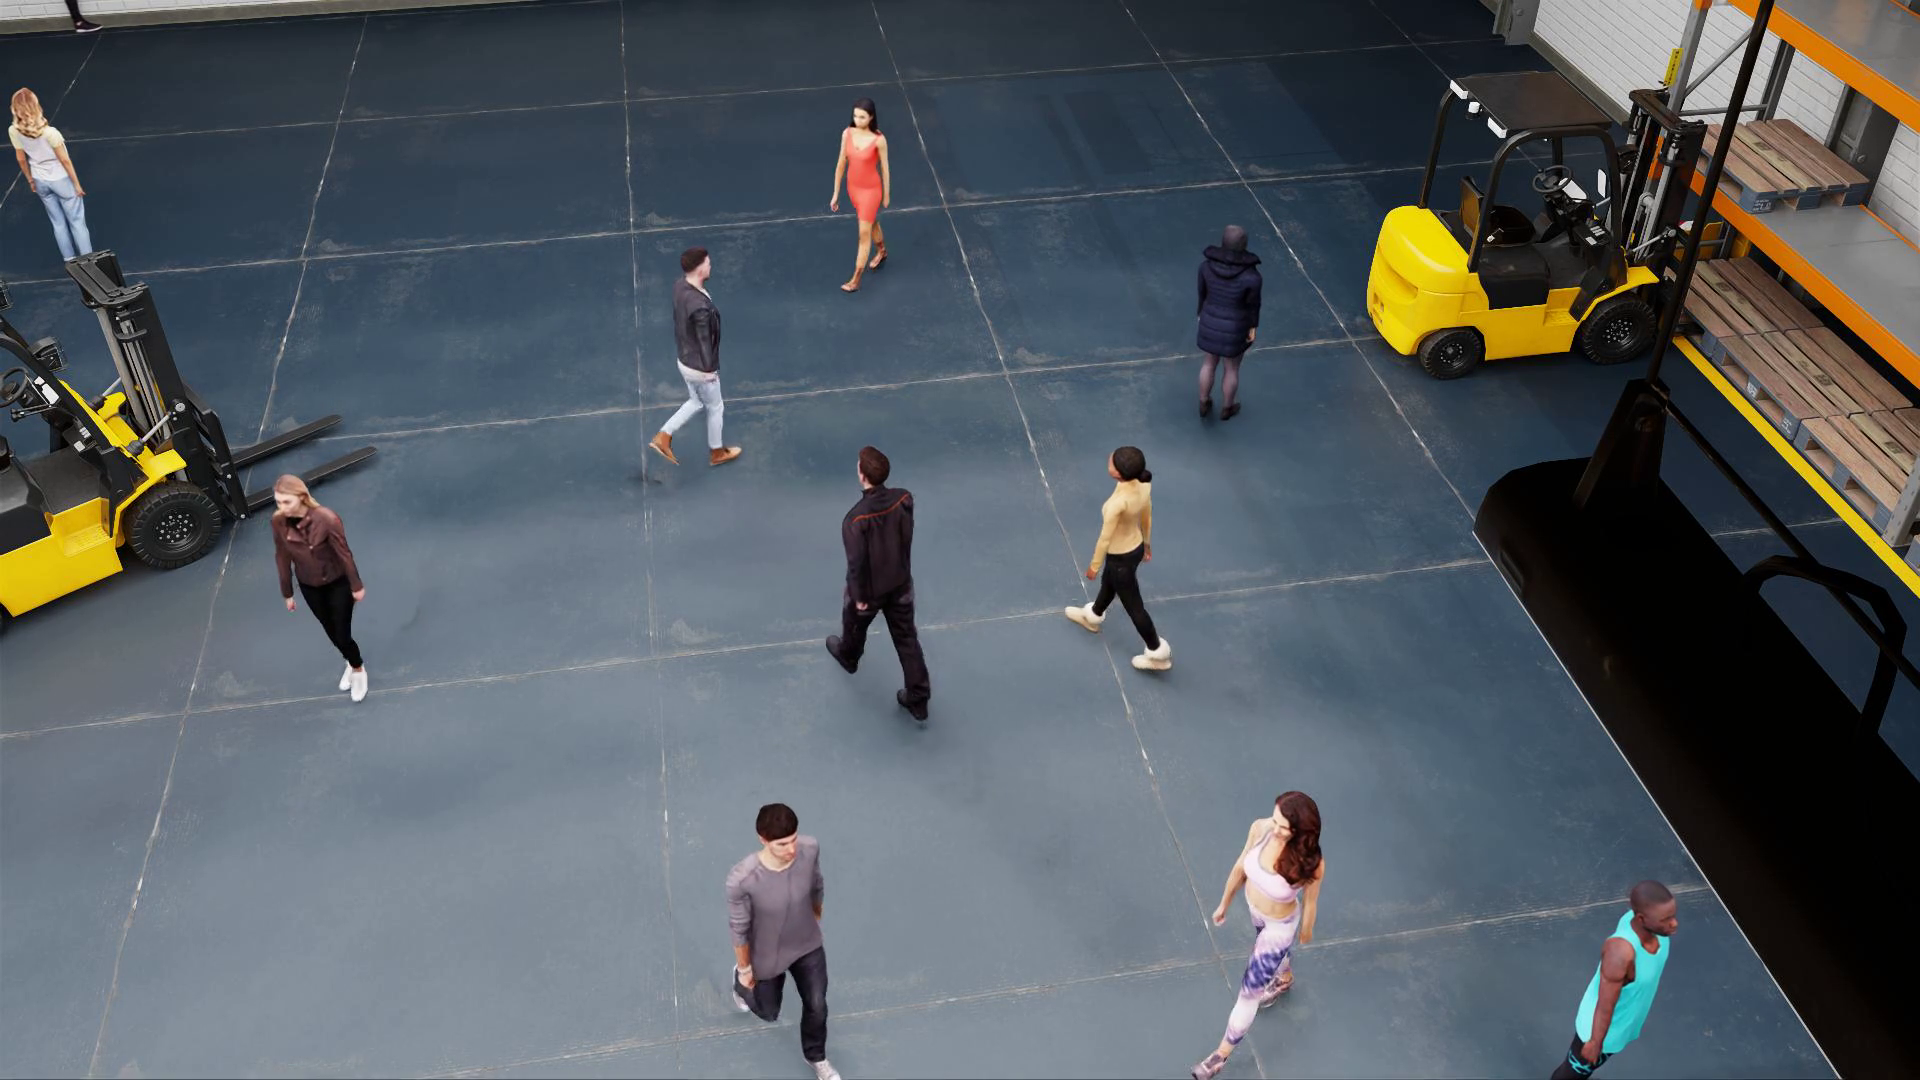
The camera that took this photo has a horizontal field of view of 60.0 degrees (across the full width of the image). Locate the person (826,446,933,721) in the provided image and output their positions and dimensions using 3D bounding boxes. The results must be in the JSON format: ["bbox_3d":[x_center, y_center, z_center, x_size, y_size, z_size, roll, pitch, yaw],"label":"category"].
[{"bbox_3d":[-0.437,0.306,10.149,1.027,1.867,1.317,-23,44,-26],"label":"person"}]

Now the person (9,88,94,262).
[{"bbox_3d":[-7.926,-3.123,14.559,0.683,1.722,0.631,3,39,4],"label":"person"}]

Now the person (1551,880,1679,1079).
[{"bbox_3d":[3.035,2.218,7.800,0.718,1.811,0.684,28,47,31],"label":"person"}]

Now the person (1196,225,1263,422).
[{"bbox_3d":[2.035,-1.667,12.774,0.802,1.675,0.848,18,42,22],"label":"person"}]

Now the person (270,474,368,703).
[{"bbox_3d":[-3.930,0.231,10.386,0.699,1.689,0.685,4,39,5],"label":"person"}]

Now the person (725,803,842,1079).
[{"bbox_3d":[-0.913,1.930,8.145,0.910,1.830,1.102,-22,44,-26],"label":"person"}]

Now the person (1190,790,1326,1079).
[{"bbox_3d":[1.610,1.851,8.333,1.012,1.720,1.154,-26,45,-29],"label":"person"}]

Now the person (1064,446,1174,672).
[{"bbox_3d":[1.112,0.147,10.547,1.157,1.620,1.086,24,45,27],"label":"person"}]

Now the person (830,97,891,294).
[{"bbox_3d":[-0.795,-3.057,14.522,1.044,1.665,1.169,19,42,22],"label":"person"}]

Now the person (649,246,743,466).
[{"bbox_3d":[-1.994,-1.269,12.166,0.915,1.812,0.970,-18,42,-21],"label":"person"}]
